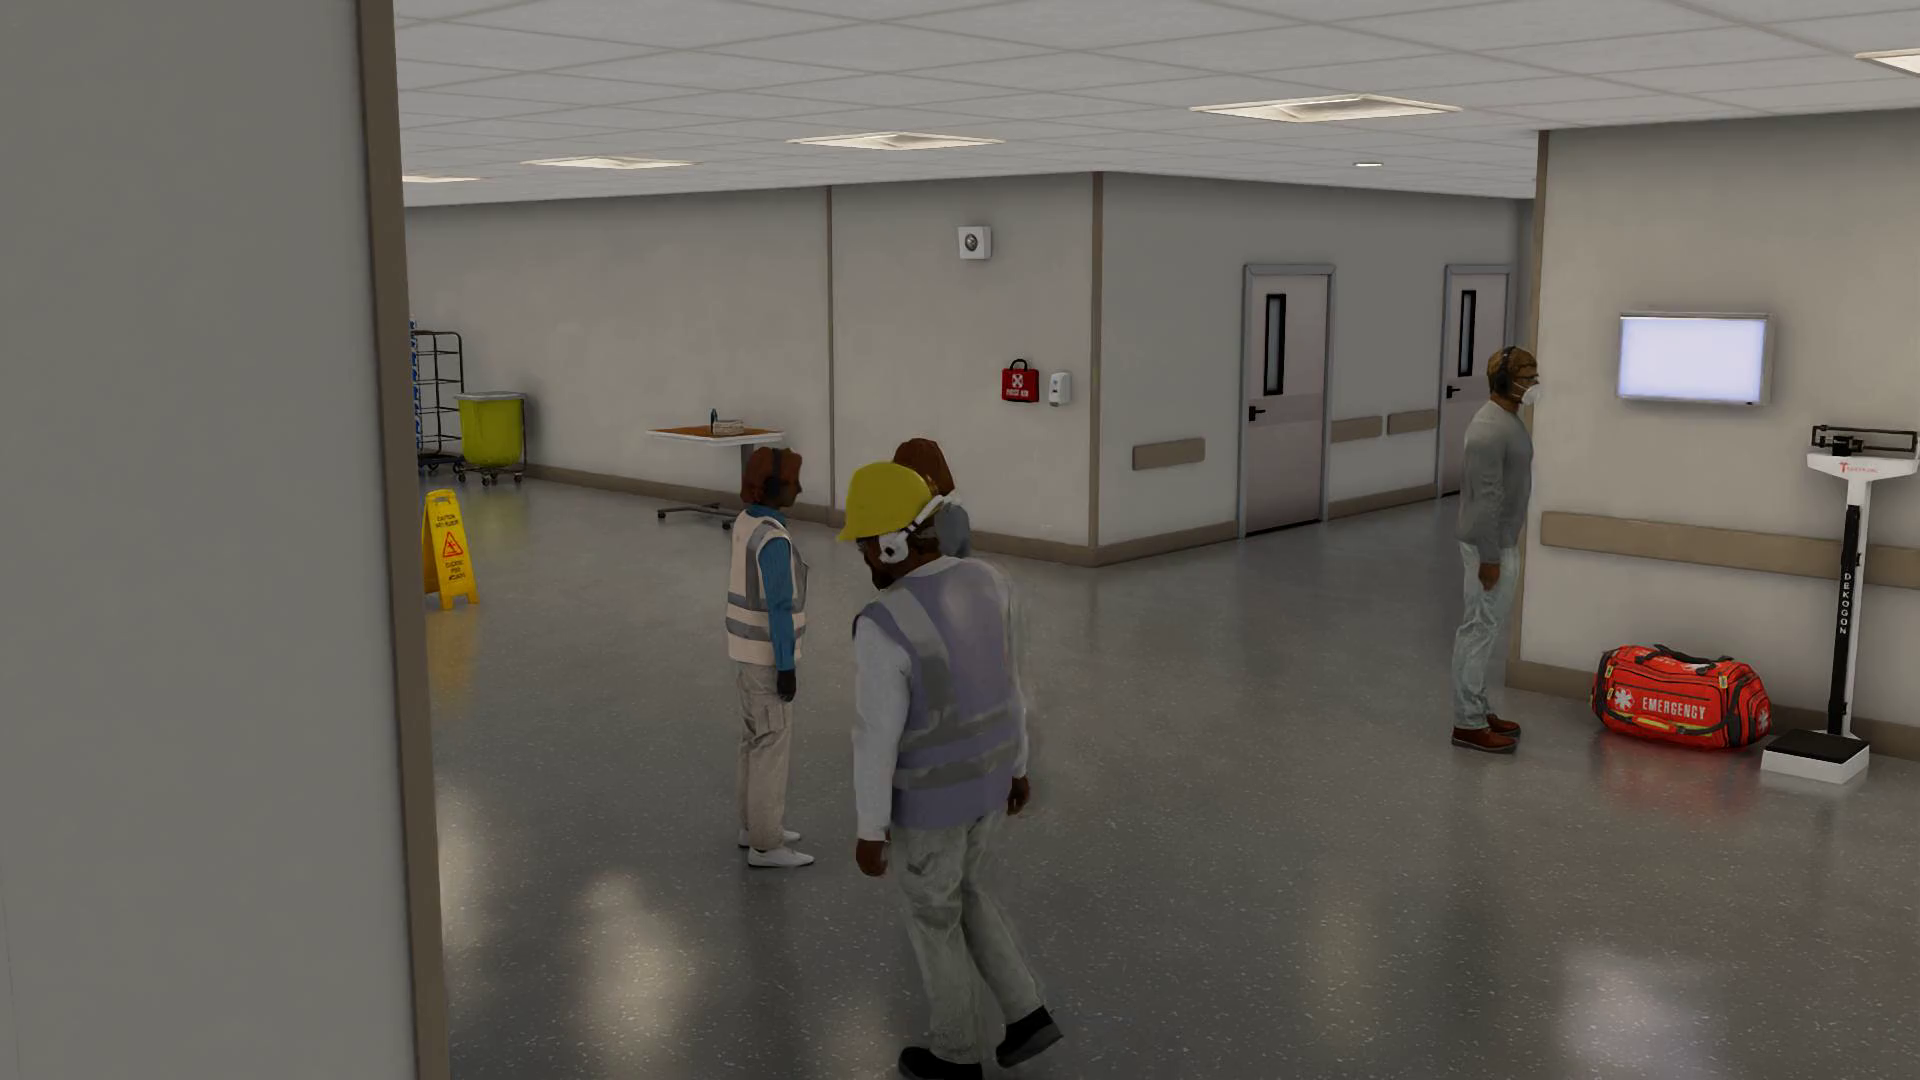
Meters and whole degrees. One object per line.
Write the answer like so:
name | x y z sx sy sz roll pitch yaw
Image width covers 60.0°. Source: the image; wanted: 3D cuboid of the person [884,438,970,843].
person | -0.149 0.409 6.649 0.279 1.634 0.499 7 11 35

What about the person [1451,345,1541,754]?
person | 2.568 0.036 8.001 0.356 1.938 0.633 4 10 24

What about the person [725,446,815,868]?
person | -0.741 0.451 6.402 0.312 1.632 0.526 -3 10 -20

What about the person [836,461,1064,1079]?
person | -0.061 0.674 4.535 0.485 1.792 0.657 6 11 34
